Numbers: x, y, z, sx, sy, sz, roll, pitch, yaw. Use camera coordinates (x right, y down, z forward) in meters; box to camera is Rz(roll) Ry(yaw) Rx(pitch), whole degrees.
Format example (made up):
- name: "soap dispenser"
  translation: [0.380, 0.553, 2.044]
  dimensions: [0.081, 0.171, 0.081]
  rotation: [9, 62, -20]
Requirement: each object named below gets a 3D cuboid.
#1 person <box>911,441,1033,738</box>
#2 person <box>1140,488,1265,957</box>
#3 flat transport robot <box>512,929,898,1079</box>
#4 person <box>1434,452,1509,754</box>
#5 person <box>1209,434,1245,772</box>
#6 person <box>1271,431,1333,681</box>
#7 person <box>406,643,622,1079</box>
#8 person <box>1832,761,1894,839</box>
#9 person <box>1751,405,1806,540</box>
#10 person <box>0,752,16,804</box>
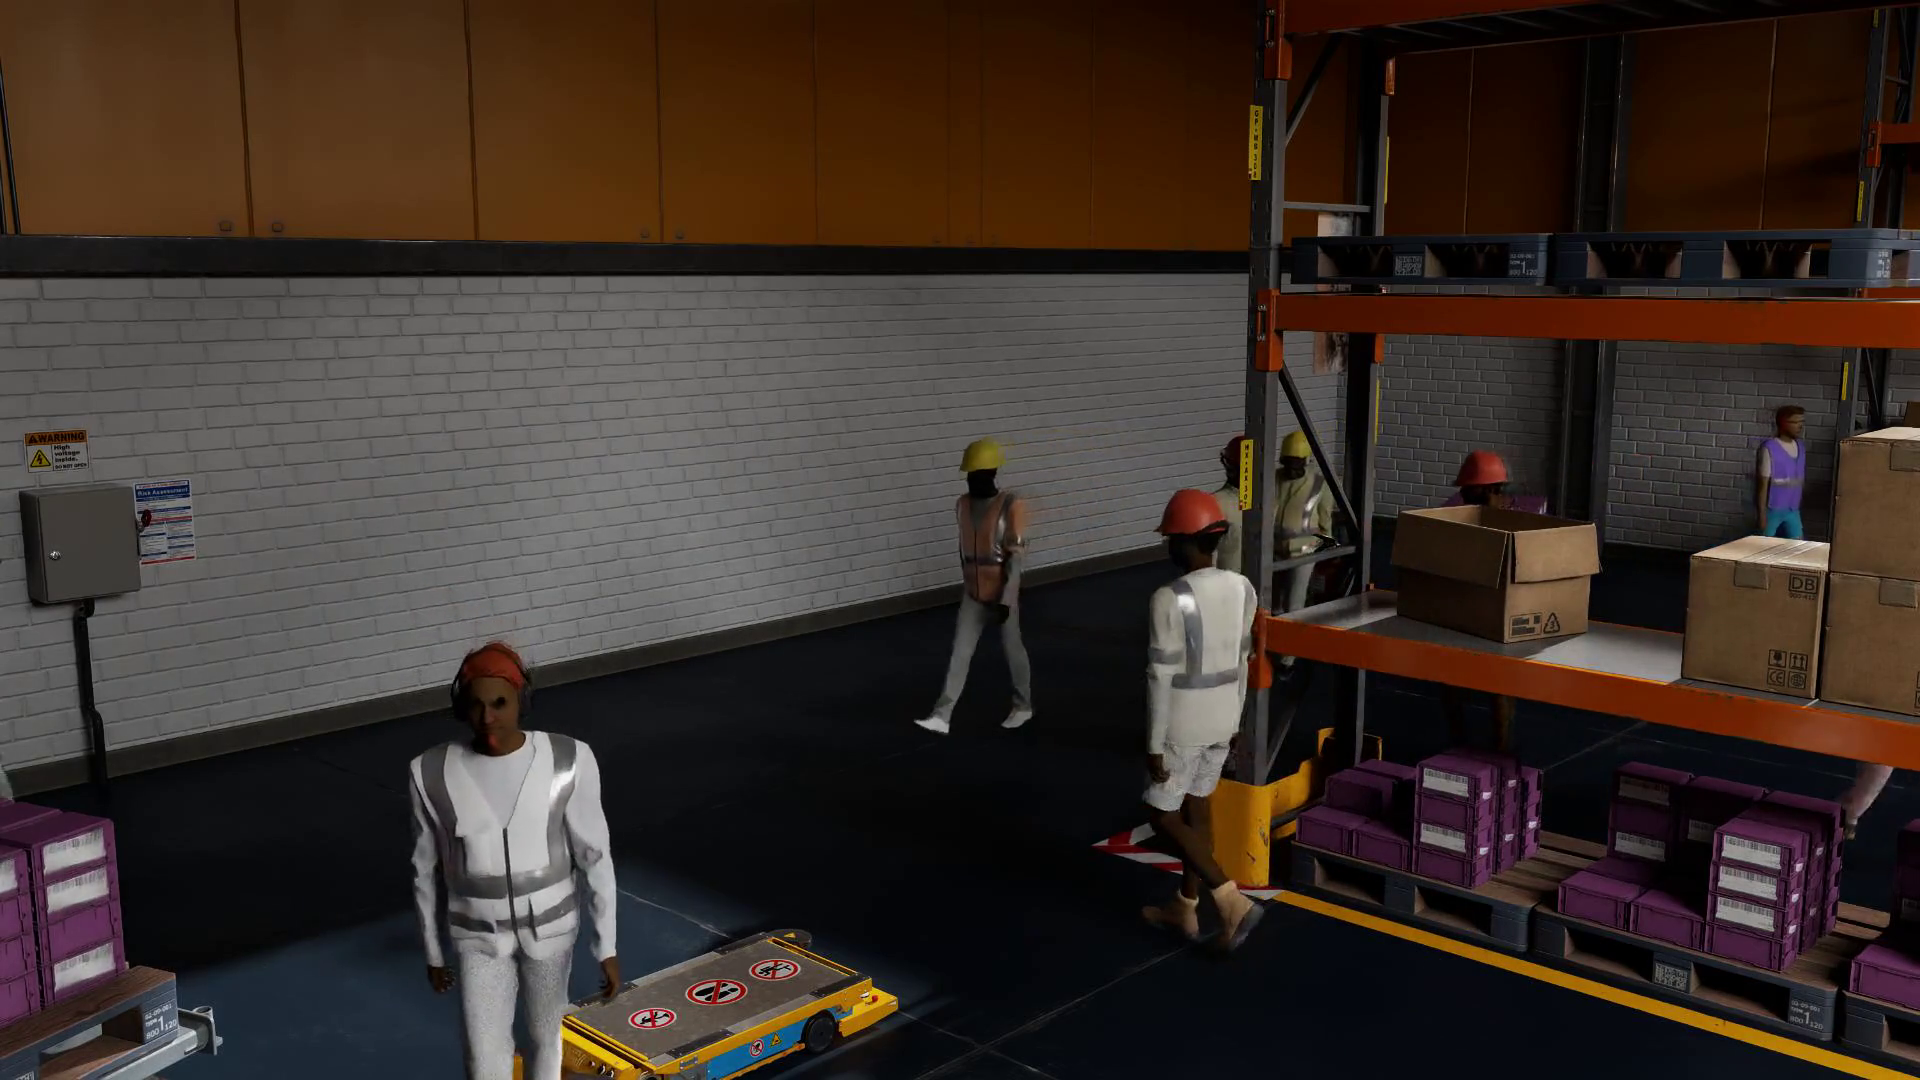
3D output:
- name: "person"
  translation: [0.141, 0.321, 10.453]
  dimensions: [0.595, 1.875, 0.992]
  rotation: [7, 12, 39]
- name: "person"
  translation: [1.046, 0.793, 7.106]
  dimensions: [0.616, 2.025, 0.702]
  rotation: [-8, 12, -39]
- name: "flat transport robot"
  translation: [-0.969, 1.810, 6.227]
  dimensions: [0.652, 0.197, 1.431]
  rotation: [9, 13, 43]
- name: "person"
  translation: [2.900, 0.454, 9.492]
  dimensions: [0.607, 1.917, 0.578]
  rotation: [-1, 9, -7]
- name: "person"
  translation: [1.637, 0.360, 9.870]
  dimensions: [0.392, 1.986, 0.611]
  rotation: [9, 13, 44]
- name: "person"
  translation: [2.432, 0.077, 12.177]
  dimensions: [0.581, 1.800, 0.800]
  rotation: [5, 11, 29]
- name: "person"
  translation: [-1.340, 1.225, 5.020]
  dimensions: [0.599, 1.832, 0.975]
  rotation: [-2, 10, -15]
- name: "person"
  translation: [4.774, 0.669, 8.188]
  dimensions: [0.633, 1.923, 1.129]
  rotation: [-9, 13, -42]
- name: "person"
  translation: [6.941, -0.261, 14.210]
  dimensions: [0.576, 1.814, 0.885]
  rotation: [-5, 10, -28]
- name: "person"
  translation: [-3.903, 1.125, 6.393]
  dimensions: [0.801, 1.591, 0.512]
  rotation: [-4, 10, -21]
